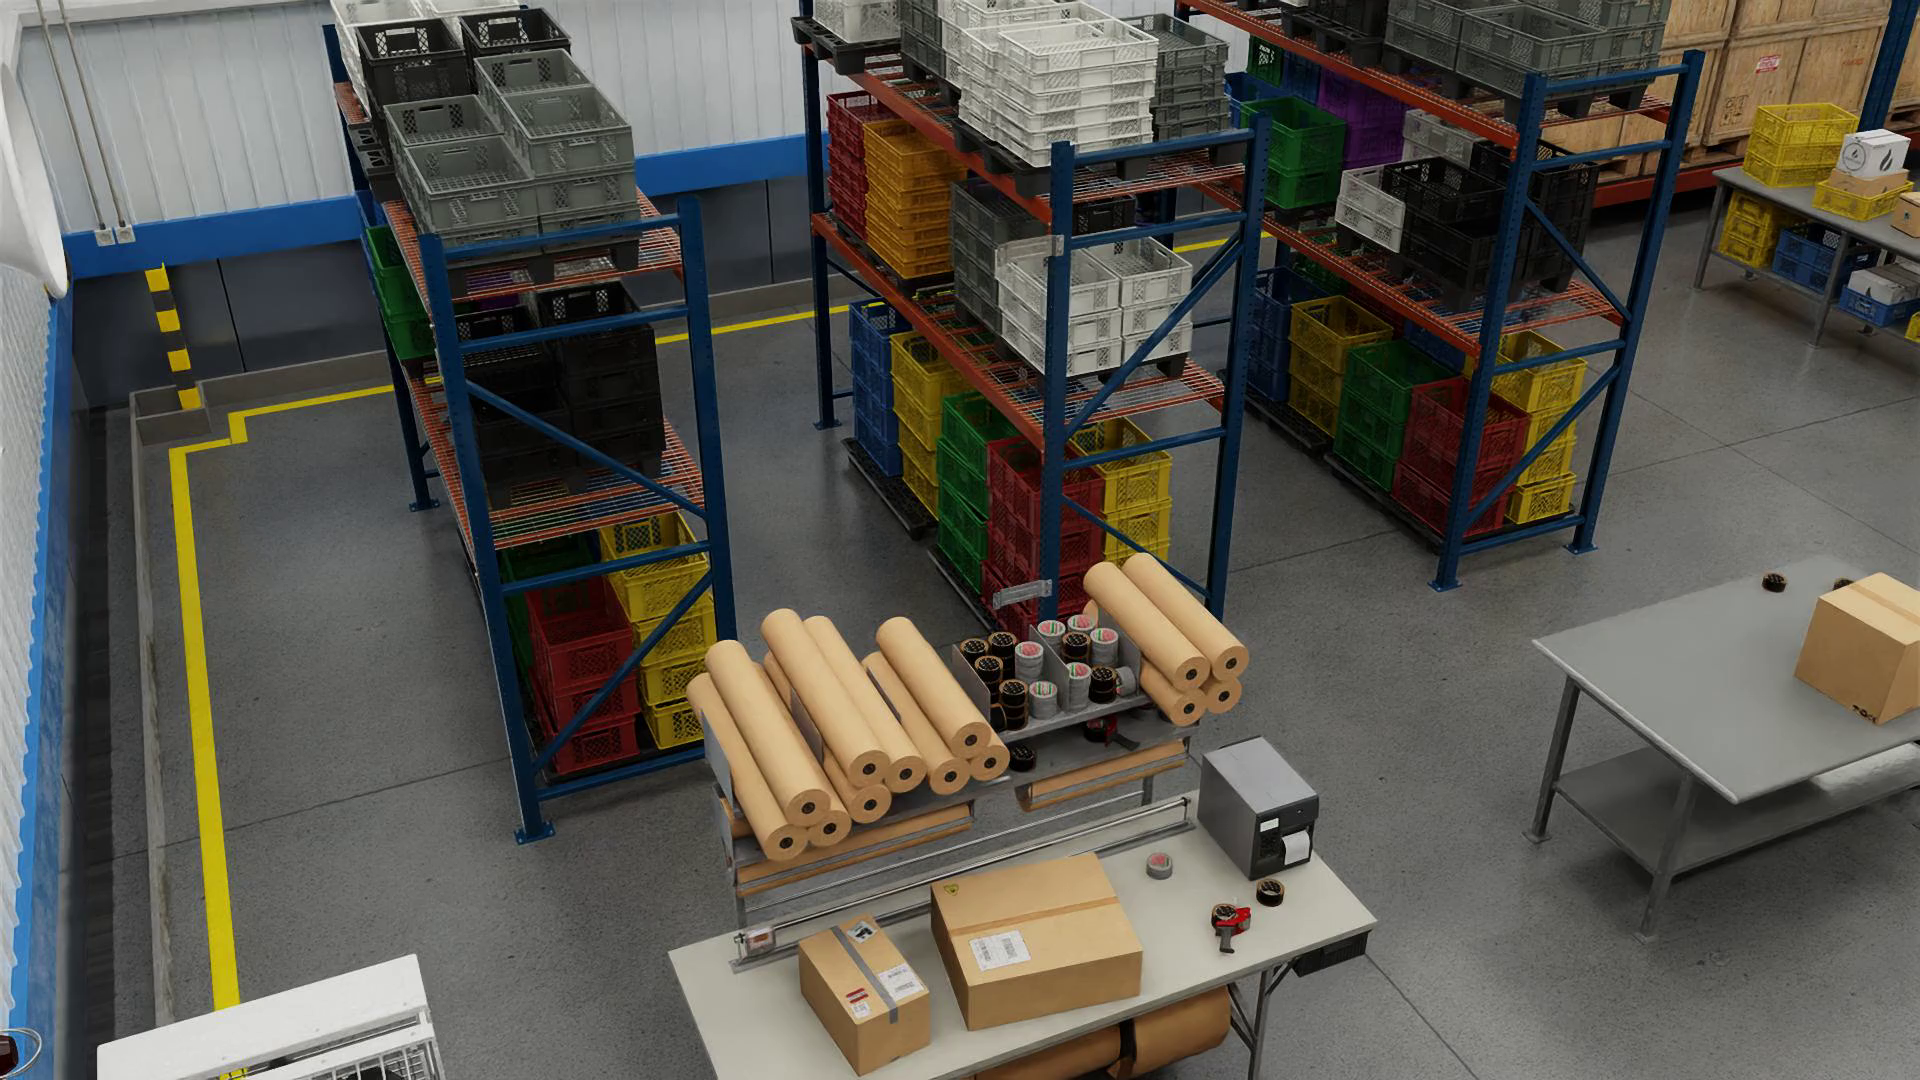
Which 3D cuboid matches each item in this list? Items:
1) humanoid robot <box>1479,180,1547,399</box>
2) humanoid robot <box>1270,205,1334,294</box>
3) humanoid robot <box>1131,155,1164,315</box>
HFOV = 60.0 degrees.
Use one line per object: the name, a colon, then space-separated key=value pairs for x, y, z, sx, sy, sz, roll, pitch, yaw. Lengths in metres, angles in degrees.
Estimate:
humanoid robot: x=3.737 y=-1.740 z=11.456 sx=0.564 sy=1.631 sz=0.581 roll=-11 pitch=33 yaw=-18
humanoid robot: x=2.760 y=-2.775 z=13.121 sx=0.601 sy=1.657 sz=0.324 roll=0 pitch=32 yaw=-1
humanoid robot: x=1.371 y=-2.224 z=12.229 sx=0.315 sy=1.653 sz=0.603 roll=-4 pitch=32 yaw=-6
